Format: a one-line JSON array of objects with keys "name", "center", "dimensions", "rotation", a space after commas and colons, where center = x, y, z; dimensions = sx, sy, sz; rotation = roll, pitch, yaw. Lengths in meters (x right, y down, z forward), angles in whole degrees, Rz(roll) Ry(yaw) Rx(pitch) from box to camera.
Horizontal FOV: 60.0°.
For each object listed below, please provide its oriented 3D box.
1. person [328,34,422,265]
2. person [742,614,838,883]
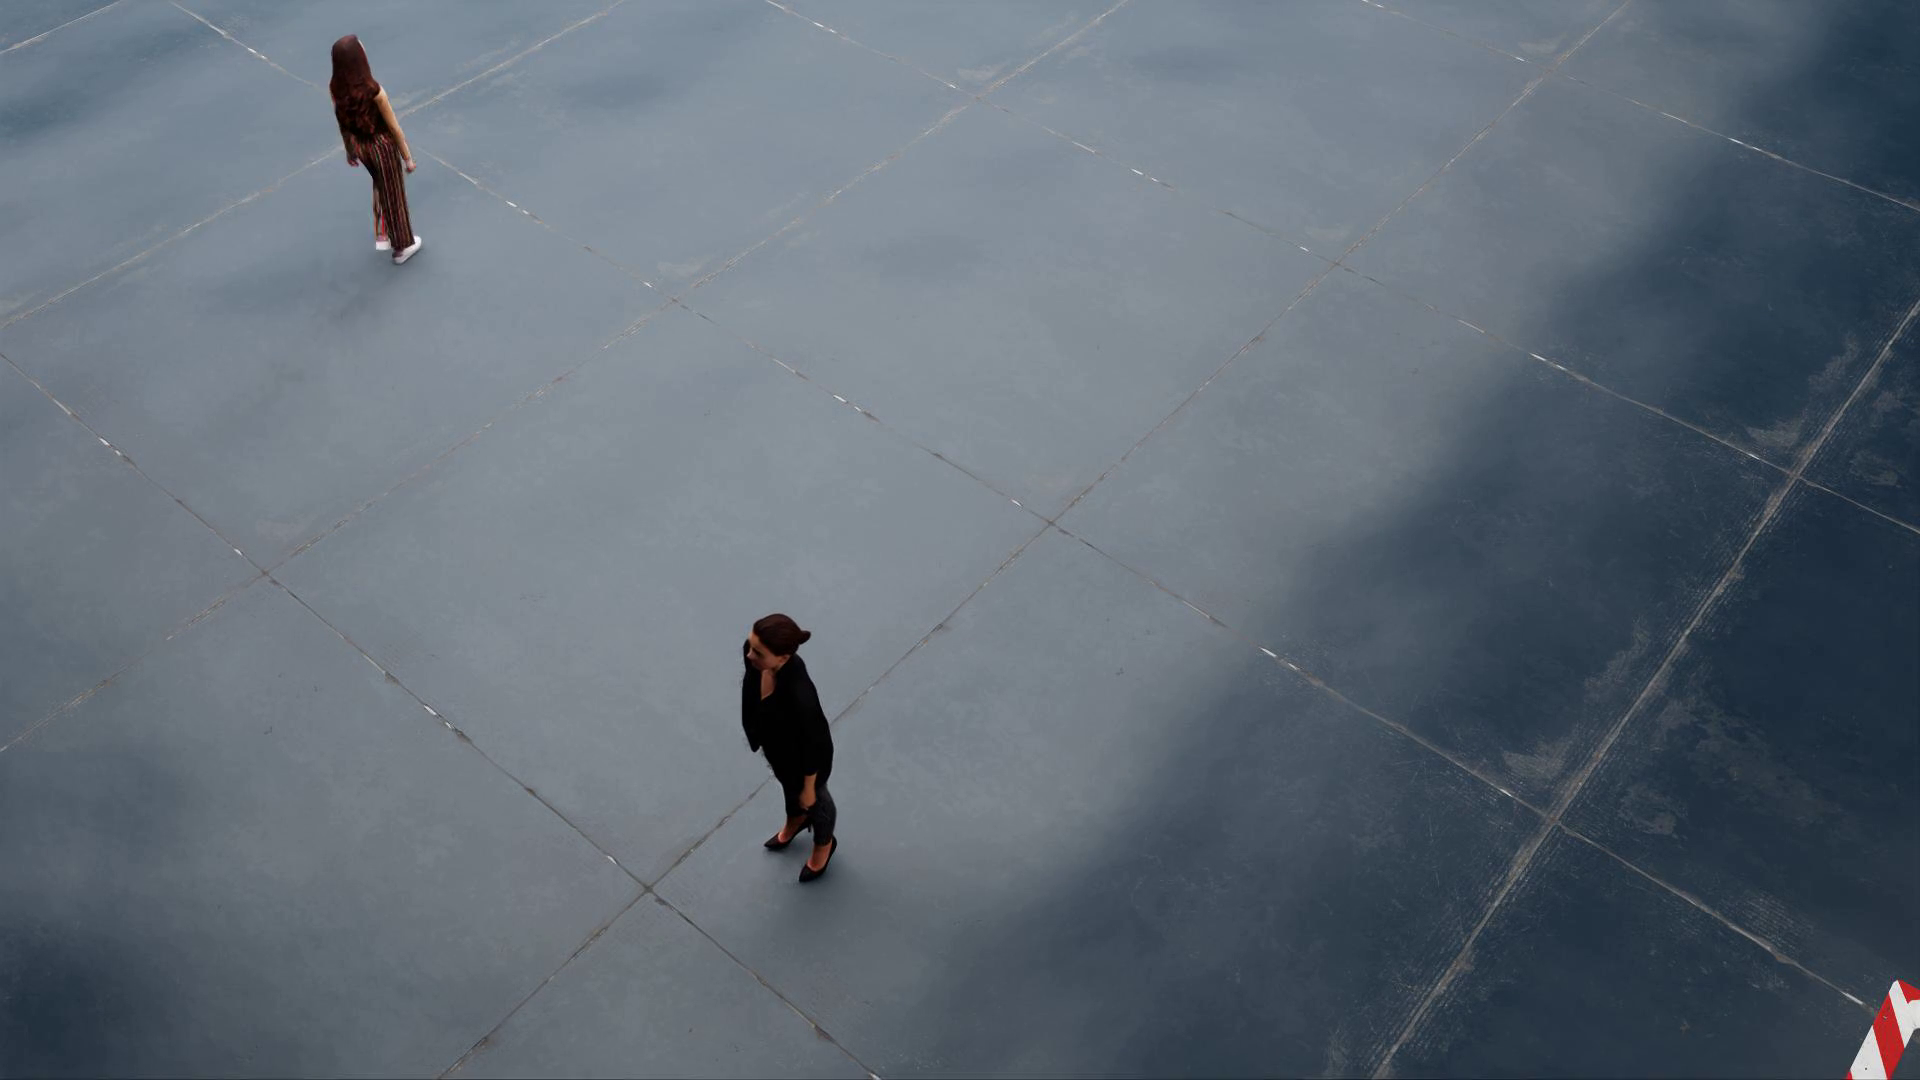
[{"name": "person", "center": [-3.614, -2.338, 10.169], "dimensions": [0.693, 1.553, 0.743], "rotation": [13, 49, 12]}, {"name": "person", "center": [-0.706, 0.874, 7.086], "dimensions": [0.752, 1.718, 0.594], "rotation": [-28, 53, -24]}]
